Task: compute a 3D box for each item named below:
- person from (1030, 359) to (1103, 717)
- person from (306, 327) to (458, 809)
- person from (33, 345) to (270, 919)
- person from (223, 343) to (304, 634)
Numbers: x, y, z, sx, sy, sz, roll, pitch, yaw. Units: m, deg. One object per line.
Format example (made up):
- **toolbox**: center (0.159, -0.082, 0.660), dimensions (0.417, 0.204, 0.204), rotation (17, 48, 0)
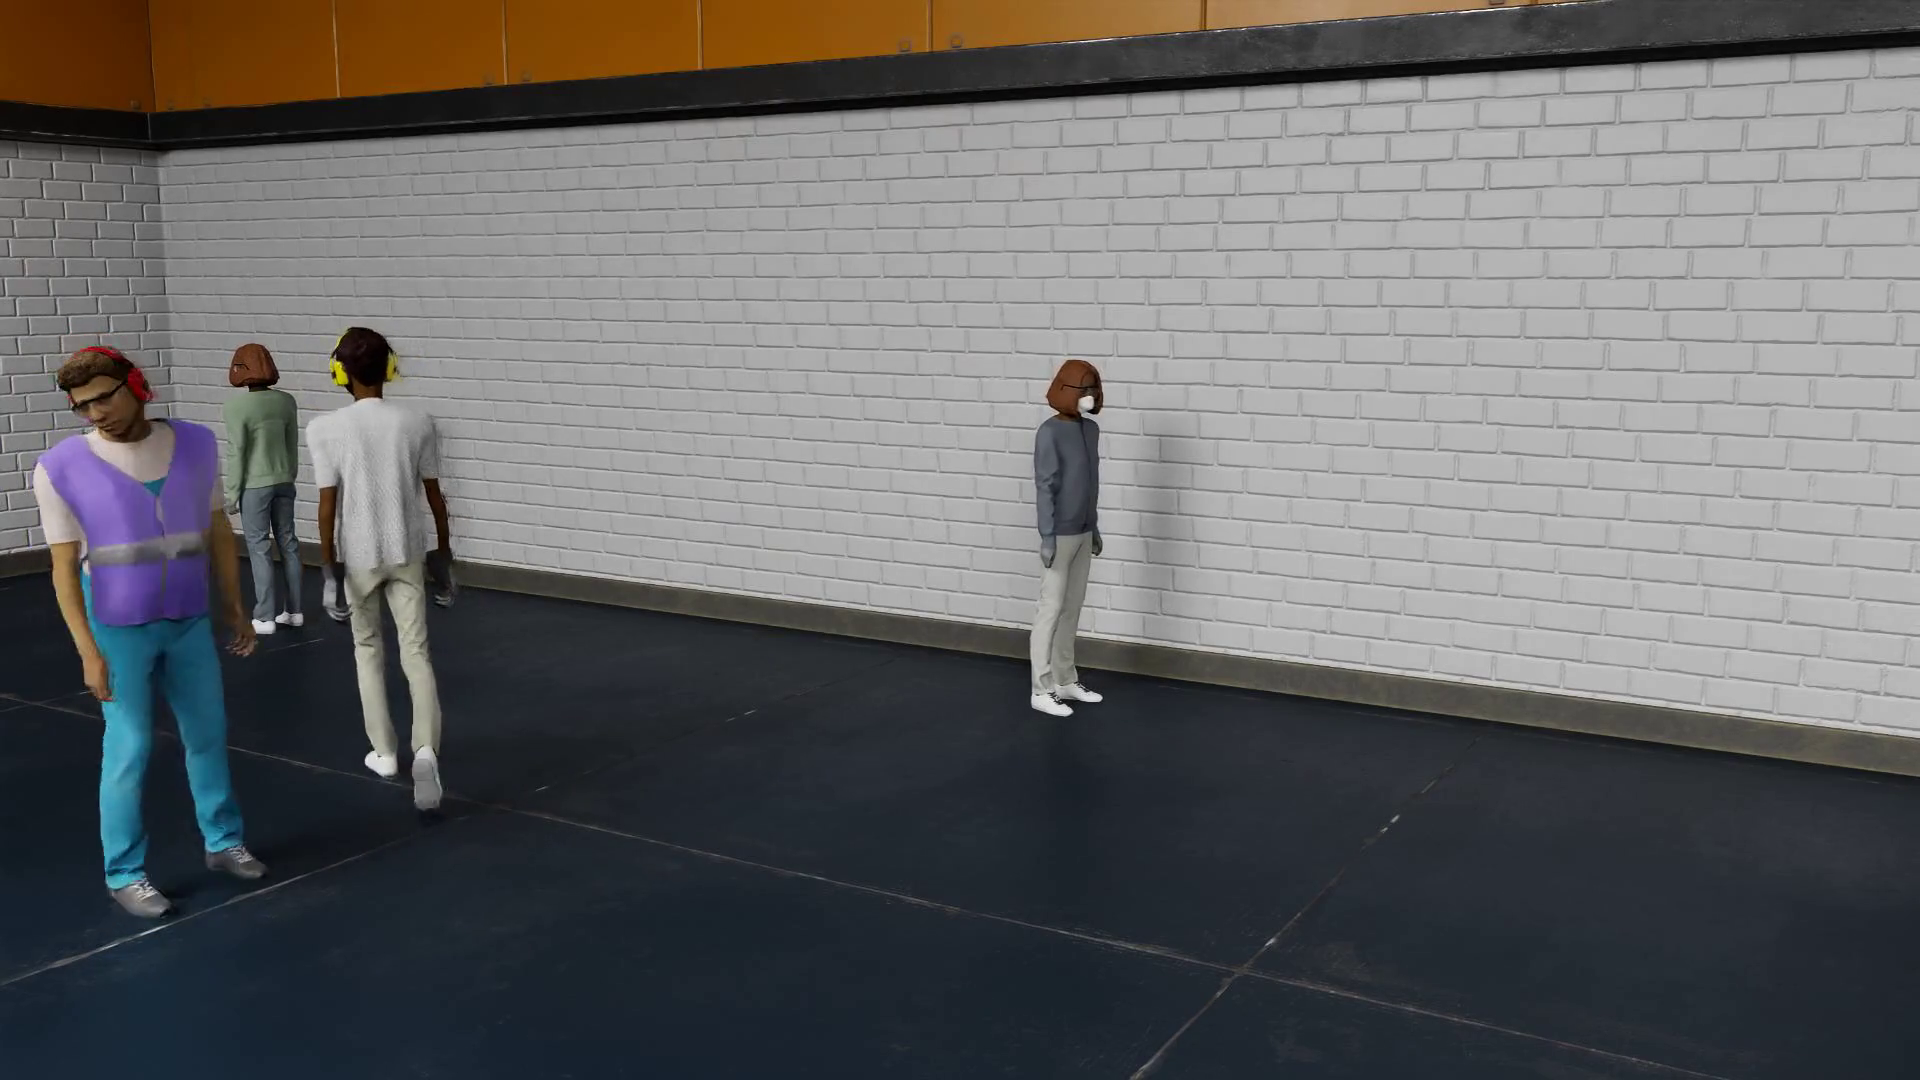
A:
- **person**: center (0.511, -0.017, 7.696), dimensions (0.278, 1.631, 0.505), rotation (6, 11, 32)
- **person**: center (-2.203, 0.096, 6.406), dimensions (0.521, 1.832, 0.907), rotation (-5, 10, -28)
- **person**: center (-2.596, 0.277, 5.322), dimensions (0.398, 1.808, 0.630), rotation (6, 11, 35)
- **person**: center (-3.928, -0.287, 9.377), dimensions (0.285, 1.633, 0.499), rotation (4, 10, 22)
